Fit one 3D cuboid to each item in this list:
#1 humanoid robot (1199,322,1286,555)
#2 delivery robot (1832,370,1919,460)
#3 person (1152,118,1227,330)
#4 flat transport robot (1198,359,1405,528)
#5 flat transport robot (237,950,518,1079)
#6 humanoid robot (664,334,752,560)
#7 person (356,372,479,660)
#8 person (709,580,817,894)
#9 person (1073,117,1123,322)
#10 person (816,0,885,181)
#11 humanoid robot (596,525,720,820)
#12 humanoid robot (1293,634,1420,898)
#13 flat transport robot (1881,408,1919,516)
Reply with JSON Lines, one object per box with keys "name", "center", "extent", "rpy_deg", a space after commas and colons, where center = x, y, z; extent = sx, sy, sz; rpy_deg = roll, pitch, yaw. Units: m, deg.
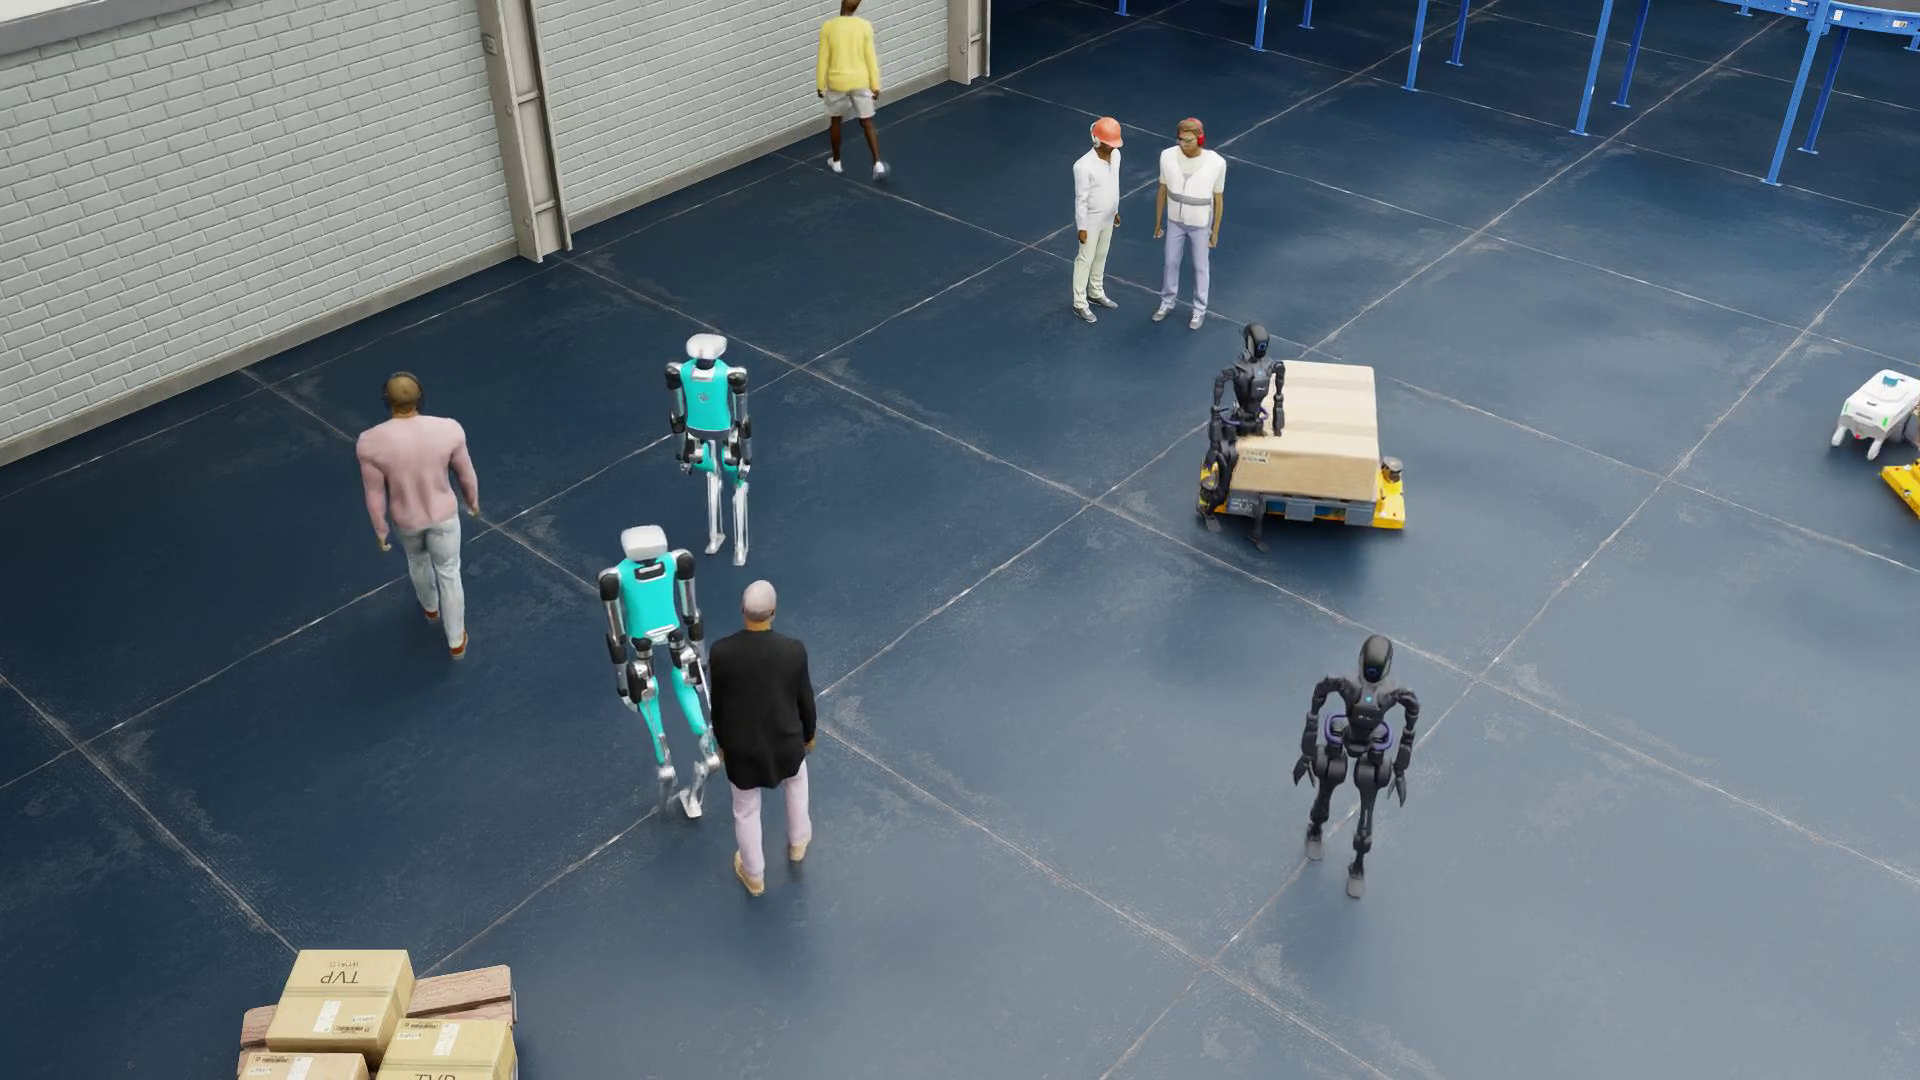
{"name": "humanoid robot", "center": [1.907, -0.698, 11.168], "extent": [0.600, 1.643, 0.599], "rpy_deg": [-13, 37, -17]}
{"name": "delivery robot", "center": [6.938, -0.995, 12.531], "extent": [0.765, 0.585, 0.499], "rpy_deg": [-29, 45, -34]}
{"name": "person", "center": [1.890, -2.619, 13.724], "extent": [0.563, 1.833, 0.412], "rpy_deg": [18, 39, 23]}
{"name": "flat transport robot", "center": [2.449, -0.392, 11.937], "extent": [1.431, 0.231, 0.659], "rpy_deg": [5, 36, 8]}
{"name": "flat transport robot", "center": [-2.620, 2.665, 7.646], "extent": [0.659, 0.231, 1.431], "rpy_deg": [-8, 36, -11]}
{"name": "humanoid robot", "center": [-1.585, -0.638, 11.044], "extent": [0.549, 1.824, 0.697], "rpy_deg": [3, 36, 5]}
{"name": "person", "center": [-3.297, -0.221, 10.282], "extent": [0.644, 1.904, 0.840], "rpy_deg": [-10, 37, -13]}
{"name": "person", "center": [-1.008, 1.017, 8.627], "extent": [0.537, 1.825, 0.568], "rpy_deg": [-3, 36, -4]}
{"name": "person", "center": [1.167, -2.693, 13.896], "extent": [0.335, 1.742, 0.561], "rpy_deg": [25, 43, 31]}
{"name": "person", "center": [-1.090, -4.427, 16.232], "extent": [0.633, 1.874, 0.732], "rpy_deg": [-6, 36, -8]}
{"name": "humanoid robot", "center": [-1.541, 0.845, 8.985], "extent": [0.546, 1.834, 0.773], "rpy_deg": [-18, 39, -23]}
{"name": "humanoid robot", "center": [2.039, 1.108, 8.629], "extent": [0.588, 1.645, 0.509], "rpy_deg": [7, 36, 10]}
{"name": "flat transport robot", "center": [7.479, -0.376, 11.916], "extent": [1.431, 0.231, 0.659], "rpy_deg": [-2, 36, -3]}
